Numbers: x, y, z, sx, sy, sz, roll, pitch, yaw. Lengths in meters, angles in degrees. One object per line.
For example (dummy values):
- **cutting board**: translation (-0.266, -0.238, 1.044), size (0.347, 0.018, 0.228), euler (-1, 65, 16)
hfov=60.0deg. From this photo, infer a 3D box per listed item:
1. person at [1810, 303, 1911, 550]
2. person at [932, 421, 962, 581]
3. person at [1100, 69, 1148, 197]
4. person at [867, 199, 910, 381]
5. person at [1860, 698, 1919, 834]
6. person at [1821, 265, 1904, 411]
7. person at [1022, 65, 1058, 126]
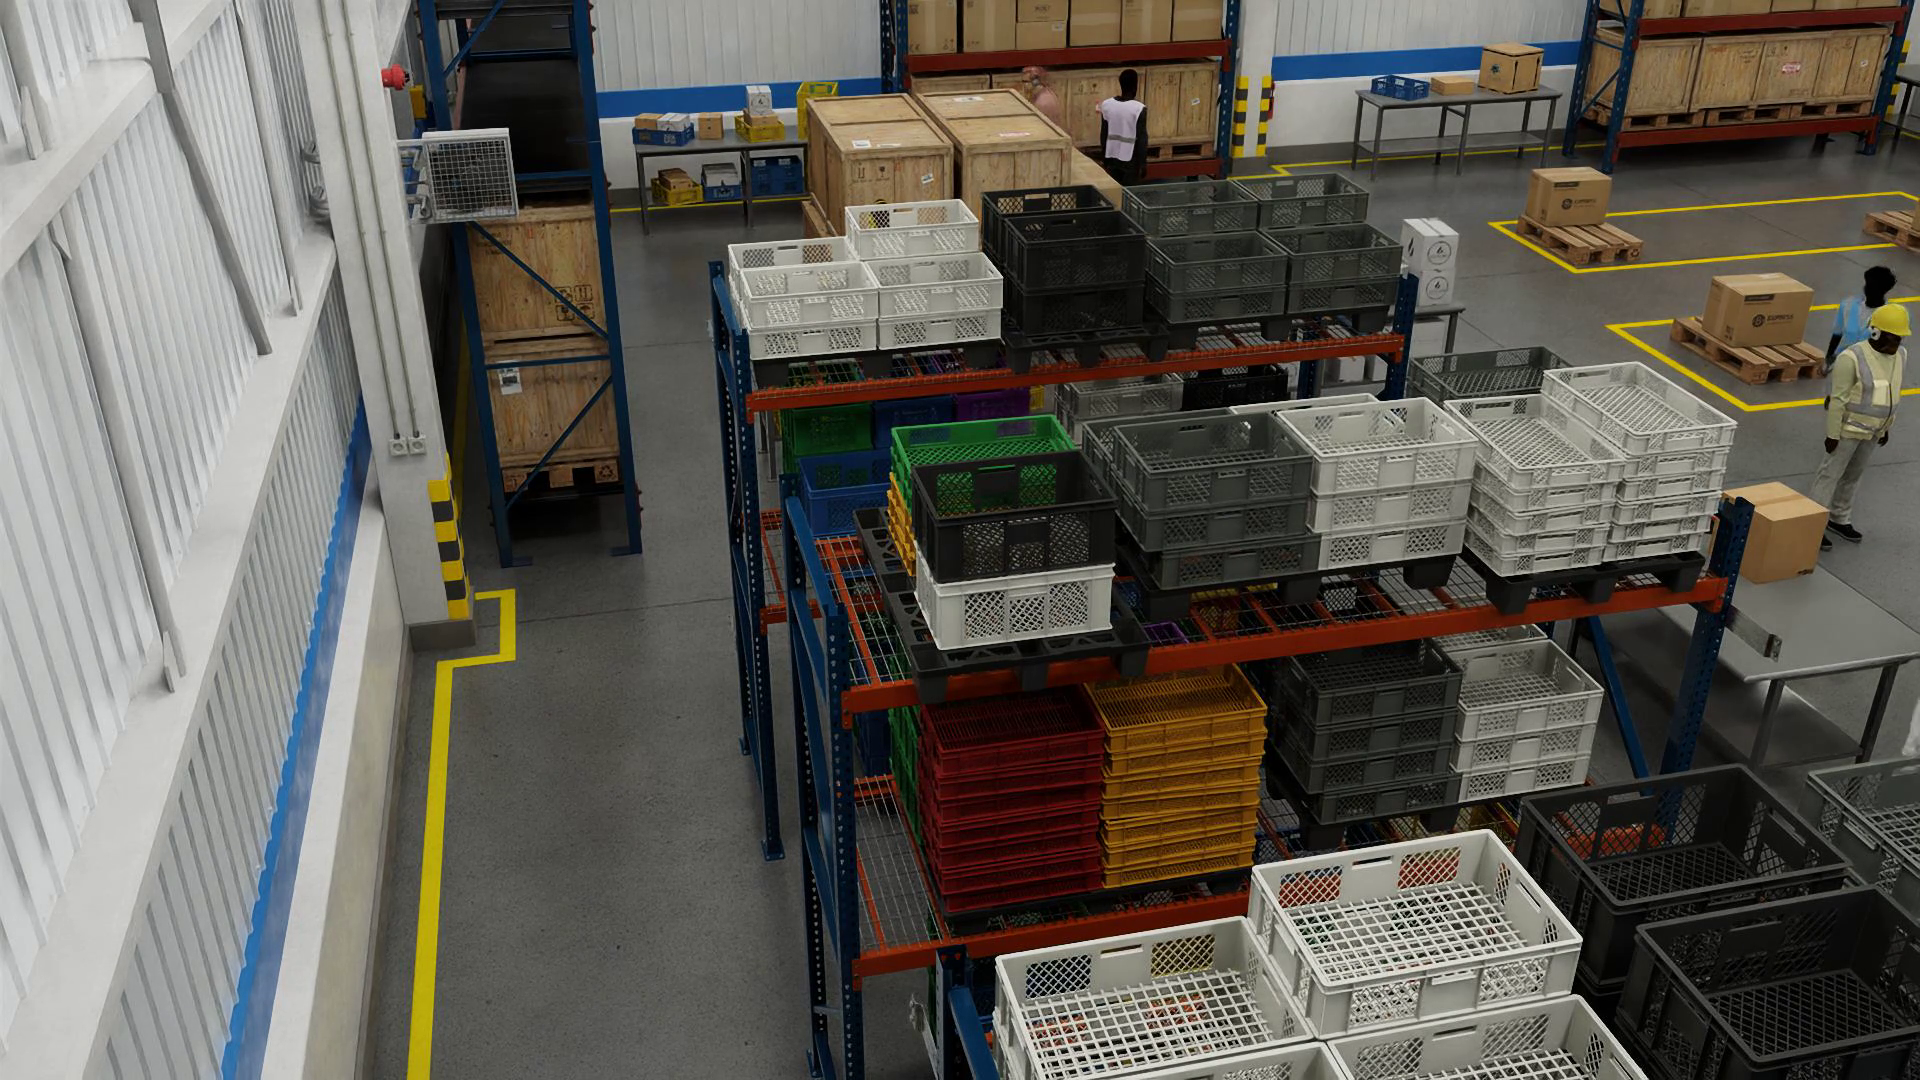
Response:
- **person**: translation (6.442, -0.817, 11.904), size (0.589, 1.833, 0.404), euler (-11, 30, -21)
- **person**: translation (-0.136, -0.145, 10.574), size (0.342, 1.882, 0.586), euler (-13, 31, -23)
- **person**: translation (1.784, -4.147, 18.154), size (0.587, 1.899, 0.390), euler (21, 34, 35)
- **person**: translation (-0.637, -1.941, 14.001), size (0.534, 1.865, 0.311), euler (-14, 31, -24)
- **person**: translation (5.302, 0.871, 8.712), size (0.644, 1.824, 0.646), euler (-4, 28, -8)
- **person**: translation (7.117, -1.372, 13.110), size (0.585, 1.677, 0.542), euler (-20, 34, -33)
- **person**: translation (1.033, -4.416, 18.735), size (0.932, 1.850, 0.651), euler (-5, 28, -9)
